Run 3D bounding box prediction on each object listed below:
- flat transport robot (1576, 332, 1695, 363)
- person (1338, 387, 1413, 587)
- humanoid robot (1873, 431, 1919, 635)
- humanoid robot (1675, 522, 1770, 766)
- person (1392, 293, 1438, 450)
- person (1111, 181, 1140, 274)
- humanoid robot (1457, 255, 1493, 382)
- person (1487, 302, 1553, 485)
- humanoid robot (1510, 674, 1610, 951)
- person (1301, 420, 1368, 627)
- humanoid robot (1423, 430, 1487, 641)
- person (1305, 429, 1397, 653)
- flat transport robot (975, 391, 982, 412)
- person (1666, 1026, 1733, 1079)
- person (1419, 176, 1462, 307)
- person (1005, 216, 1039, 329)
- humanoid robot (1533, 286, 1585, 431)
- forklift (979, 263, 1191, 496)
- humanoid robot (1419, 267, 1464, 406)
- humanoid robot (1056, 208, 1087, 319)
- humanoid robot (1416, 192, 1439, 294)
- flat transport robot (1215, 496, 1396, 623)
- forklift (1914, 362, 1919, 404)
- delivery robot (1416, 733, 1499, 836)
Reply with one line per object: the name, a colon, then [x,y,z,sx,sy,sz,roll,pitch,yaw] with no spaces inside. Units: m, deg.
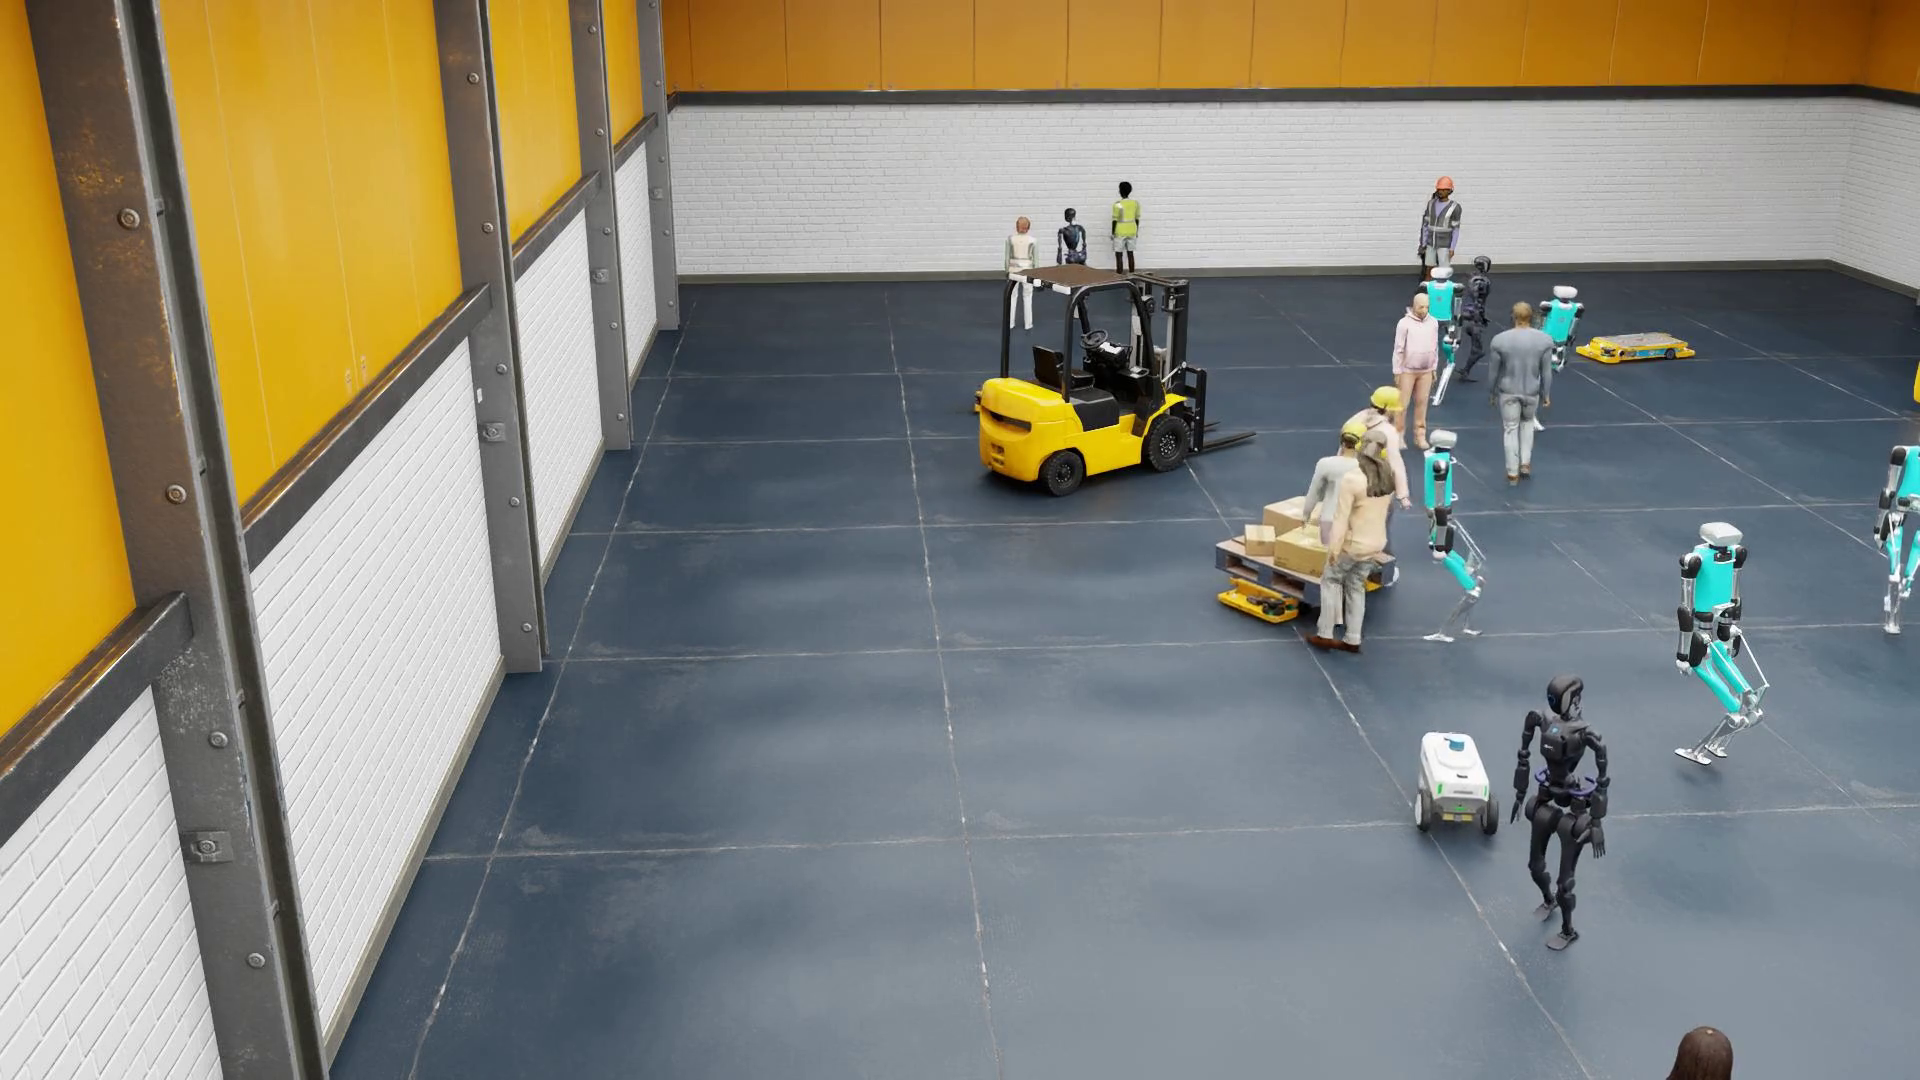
flat transport robot: [9.260,-2.628,22.787,1.431,0.231,0.659,-6,21,-16]
person: [3.655,-0.479,14.675,0.648,1.828,0.829,-12,23,-30]
humanoid robot: [7.782,-0.009,13.569,0.559,1.741,1.048,8,22,20]
humanoid robot: [5.206,0.754,11.249,0.533,1.677,0.735,-9,22,-23]
person: [5.070,-1.889,18.593,0.541,1.774,0.419,-4,21,-11]
person: [2.694,-5.006,27.208,0.541,1.688,0.333,-10,22,-26]
humanoid robot: [6.624,-2.819,21.268,0.335,1.650,0.600,9,22,23]
person: [5.841,-1.547,17.451,0.648,1.911,0.572,4,20,10]
humanoid robot: [3.466,1.518,9.494,0.441,1.654,0.615,-15,25,-35]
person: [3.190,-0.162,13.980,0.584,1.697,0.881,1,20,2]
humanoid robot: [4.119,0.005,13.549,0.809,1.812,0.549,3,20,9]
person: [3.117,0.007,13.327,0.604,1.856,0.602,-12,23,-29]
flat transport robot: [0.913,-1.723,20.322,1.431,0.231,0.659,1,20,3]
person: [2.691,2.633,6.288,0.470,1.764,0.365,12,23,30]
person: [7.294,-4.513,25.346,0.364,2.048,0.607,-17,26,-38]
person: [0.901,-3.886,24.239,0.506,1.627,0.320,3,20,8]
humanoid robot: [6.756,-2.156,19.356,0.582,1.725,0.928,-3,20,-7]
forklift: [1.315,-1.764,17.646,2.313,2.155,1.214,-14,24,-33]
humanoid robot: [5.879,-2.444,20.313,0.550,1.875,0.825,10,22,25]
humanoid robot: [1.680,-4.131,24.854,0.592,1.641,0.359,-15,25,-35]
humanoid robot: [7.487,-4.661,26.289,0.600,1.643,0.497,-12,23,-29]
flat transport robot: [2.994,0.396,14.547,1.431,0.231,0.659,-15,25,-35]
forklift: [12.602,-2.435,19.475,2.313,2.155,1.214,-1,20,-4]
delivery robot: [3.241,1.583,10.918,0.499,0.608,0.798,2,20,6]
